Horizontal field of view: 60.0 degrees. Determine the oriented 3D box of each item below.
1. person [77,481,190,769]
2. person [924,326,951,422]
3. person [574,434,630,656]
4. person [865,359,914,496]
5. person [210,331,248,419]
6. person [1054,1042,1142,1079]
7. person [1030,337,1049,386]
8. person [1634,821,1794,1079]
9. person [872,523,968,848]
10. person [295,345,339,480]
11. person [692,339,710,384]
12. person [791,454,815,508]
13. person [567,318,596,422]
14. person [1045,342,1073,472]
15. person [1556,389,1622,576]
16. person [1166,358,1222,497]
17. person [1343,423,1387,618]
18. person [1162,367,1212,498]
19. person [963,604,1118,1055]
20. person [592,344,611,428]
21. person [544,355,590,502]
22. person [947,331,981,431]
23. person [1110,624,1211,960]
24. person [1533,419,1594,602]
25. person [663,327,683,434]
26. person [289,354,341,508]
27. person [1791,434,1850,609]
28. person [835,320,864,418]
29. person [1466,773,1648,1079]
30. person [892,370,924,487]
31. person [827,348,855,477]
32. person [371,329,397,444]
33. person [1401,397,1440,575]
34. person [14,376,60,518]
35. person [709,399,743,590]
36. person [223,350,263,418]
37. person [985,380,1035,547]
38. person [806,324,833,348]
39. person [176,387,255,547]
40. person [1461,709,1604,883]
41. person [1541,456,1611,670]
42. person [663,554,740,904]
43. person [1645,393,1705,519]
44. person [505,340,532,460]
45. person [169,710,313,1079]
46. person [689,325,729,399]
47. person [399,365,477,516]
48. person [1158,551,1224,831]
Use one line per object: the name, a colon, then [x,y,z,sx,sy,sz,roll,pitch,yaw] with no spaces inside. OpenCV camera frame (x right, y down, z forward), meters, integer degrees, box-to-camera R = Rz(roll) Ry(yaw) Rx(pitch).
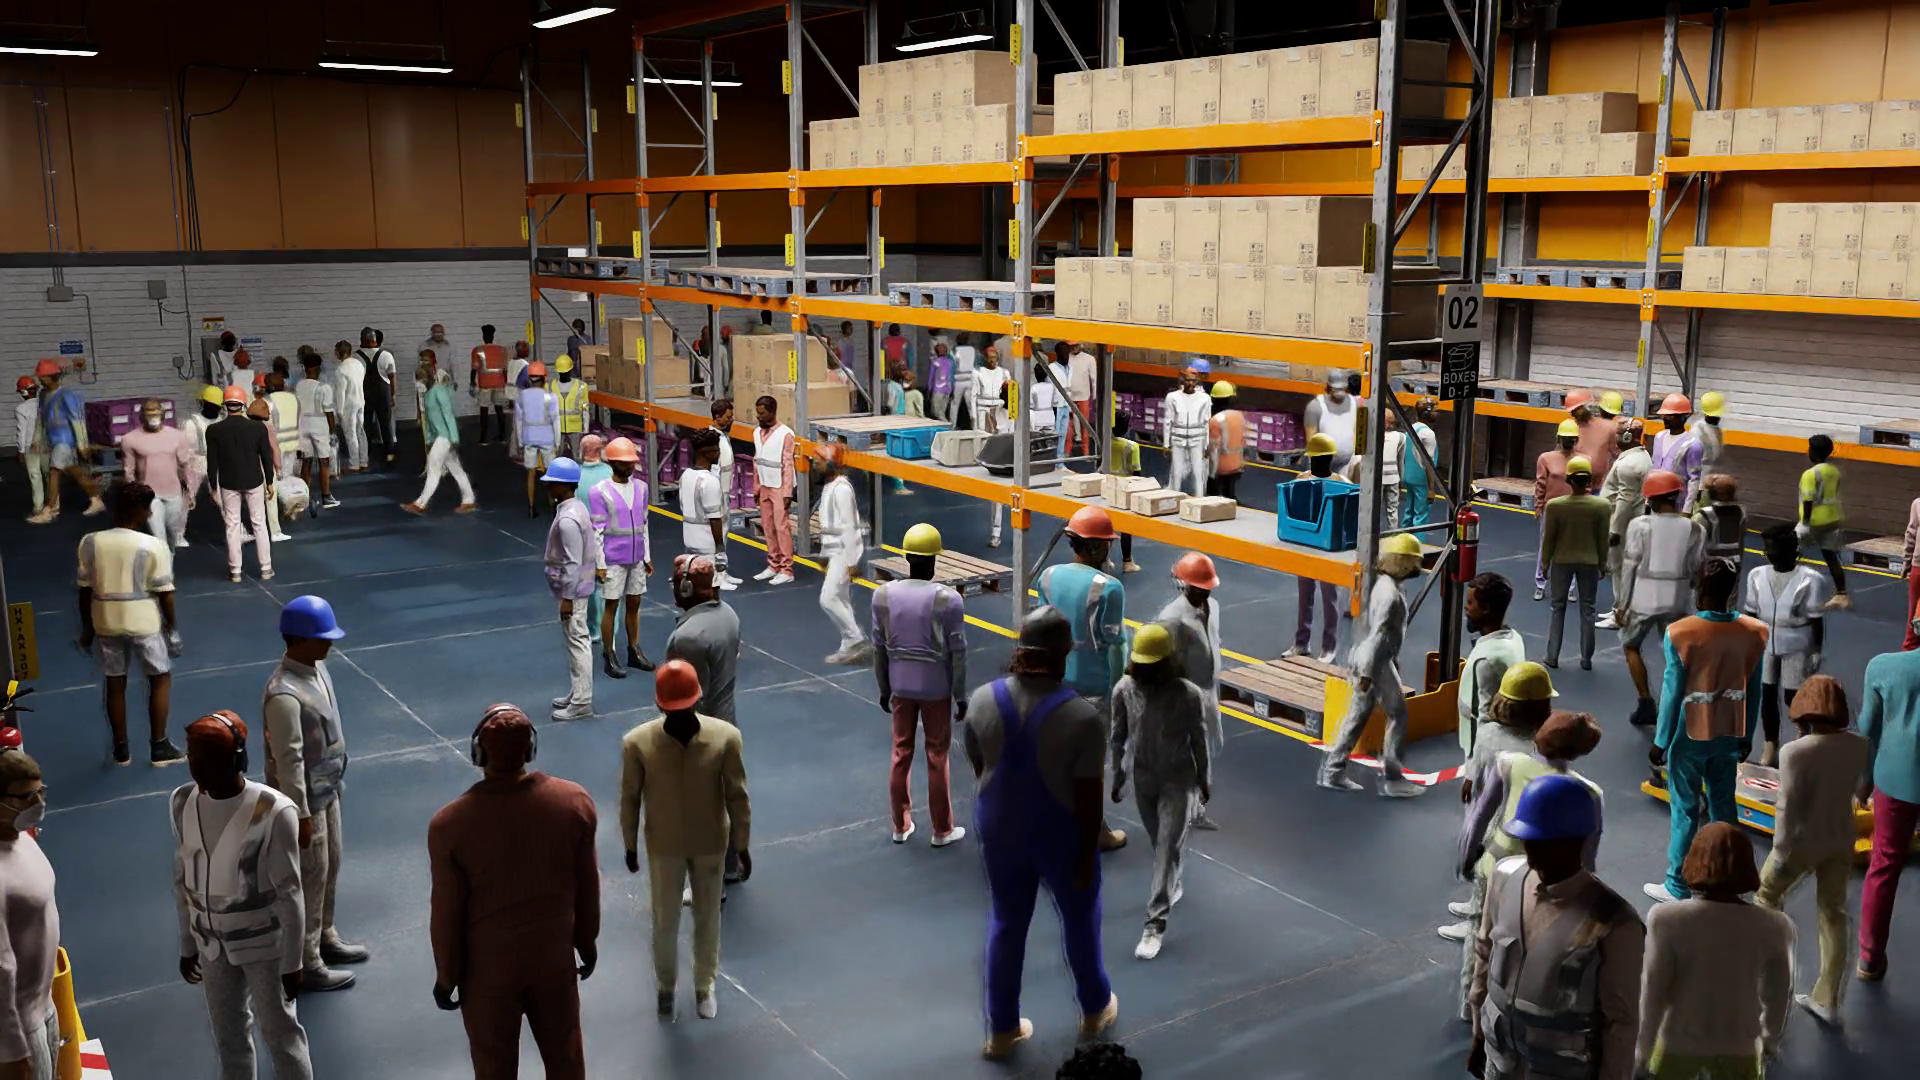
person: [-5.558,0.581,11.153,0.693,1.937,0.366,0,11,1]
person: [-0.373,-3.010,29.626,0.415,1.896,0.614,9,14,38]
person: [-3.078,0.040,14.136,0.621,1.873,0.958,-1,11,-6]
person: [-0.925,-1.492,22.037,0.580,1.827,0.529,1,11,4]
person: [-11.629,-2.393,26.539,0.573,1.877,0.354,-9,14,-40]
person: [0.329,2.065,4.165,0.541,1.695,0.316,3,12,16]
person: [1.235,-2.559,27.751,0.490,1.728,0.324,1,11,6]
person: [2.652,1.764,5.950,0.520,1.599,0.801,2,11,11]
person: [-0.226,0.855,9.766,0.586,1.928,0.365,4,12,20]
person: [-9.117,-1.764,23.209,0.800,1.912,0.621,1,11,7]
person: [-4.108,-2.318,26.485,0.350,1.743,0.558,-2,11,-8]
person: [-2.033,-1.357,21.050,0.353,1.942,0.545,-6,13,-29]
person: [-6.563,-2.880,28.890,0.632,1.932,0.361,7,13,33]
person: [1.403,-1.876,23.770,0.371,1.916,0.597,8,14,36]
person: [6.500,-0.566,17.026,0.787,1.949,0.408,4,12,19]
person: [3.009,-1.362,21.204,0.959,1.903,0.614,0,11,-2]
person: [3.702,-0.189,15.352,0.395,1.836,0.561,3,12,17]
person: [2.771,-1.172,20.277,0.592,1.878,0.373,2,11,8]
person: [0.347,1.258,7.412,0.704,2.000,0.692,6,12,27]
person: [-5.825,-2.372,27.022,0.309,1.641,0.514,0,11,-2]
person: [-5.087,-1.438,21.529,0.585,1.917,0.380,-1,11,-6]
person: [0.075,-2.571,27.697,0.621,1.800,0.997,-5,12,-23]
person: [1.033,1.211,8.562,0.496,1.687,0.875,6,12,27]
person: [5.790,-0.281,15.990,0.525,1.772,0.308,3,11,13]
person: [-4.915,-2.712,28.273,0.486,1.843,0.505,3,12,17]
person: [-8.208,-1.388,21.175,0.606,1.957,0.373,3,11,13]
person: [8.101,-0.184,15.797,0.537,1.643,0.852,-6,13,-28]
person: [-2.164,-3.091,30.267,0.805,1.820,0.524,5,12,24]
person: [1.904,1.693,5.426,0.389,1.948,0.609,-7,13,-31]
person: [-0.726,-1.558,22.986,0.513,1.591,0.838,7,13,31]
person: [-1.731,-1.821,23.681,0.569,1.840,0.374,9,14,37]
person: [-9.438,-2.495,27.101,0.328,1.862,0.503,11,15,43]
person: [4.782,-0.567,17.257,0.327,1.843,0.514,-2,11,-11]
person: [-11.383,-1.147,20.475,0.333,1.745,0.559,3,12,17]
person: [-2.401,-0.451,16.510,0.398,1.909,0.599,0,11,-2]
person: [-9.984,-1.740,23.333,0.586,1.831,1.019,-2,11,-12]
person: [0.545,-0.851,18.615,0.575,1.882,0.355,1,11,3]
person: [-2.227,-2.451,26.397,0.549,2.000,0.704,-8,14,-36]
person: [-8.389,-0.801,18.540,1.137,1.809,0.601,4,12,21]
person: [2.521,1.496,7.324,0.537,1.603,0.583,-8,14,-36]
person: [5.027,0.189,13.621,0.526,1.760,0.332,2,11,12]
person: [-1.415,1.014,9.007,0.402,1.906,0.652,2,11,10]
person: [6.698,-0.366,15.709,0.366,2.048,0.607,-4,12,-19]
person: [-6.579,-2.128,25.302,0.775,1.810,0.584,-8,14,-36]
person: [-2.740,1.551,6.355,0.573,1.877,0.353,4,12,18]
person: [-4.115,-2.575,27.365,0.641,1.912,0.410,-1,11,-7]
person: [-6.493,-1.224,20.572,1.013,1.864,0.687,-6,13,-30]
person: [1.376,0.894,10.086,0.479,1.727,0.570,10,15,41]
